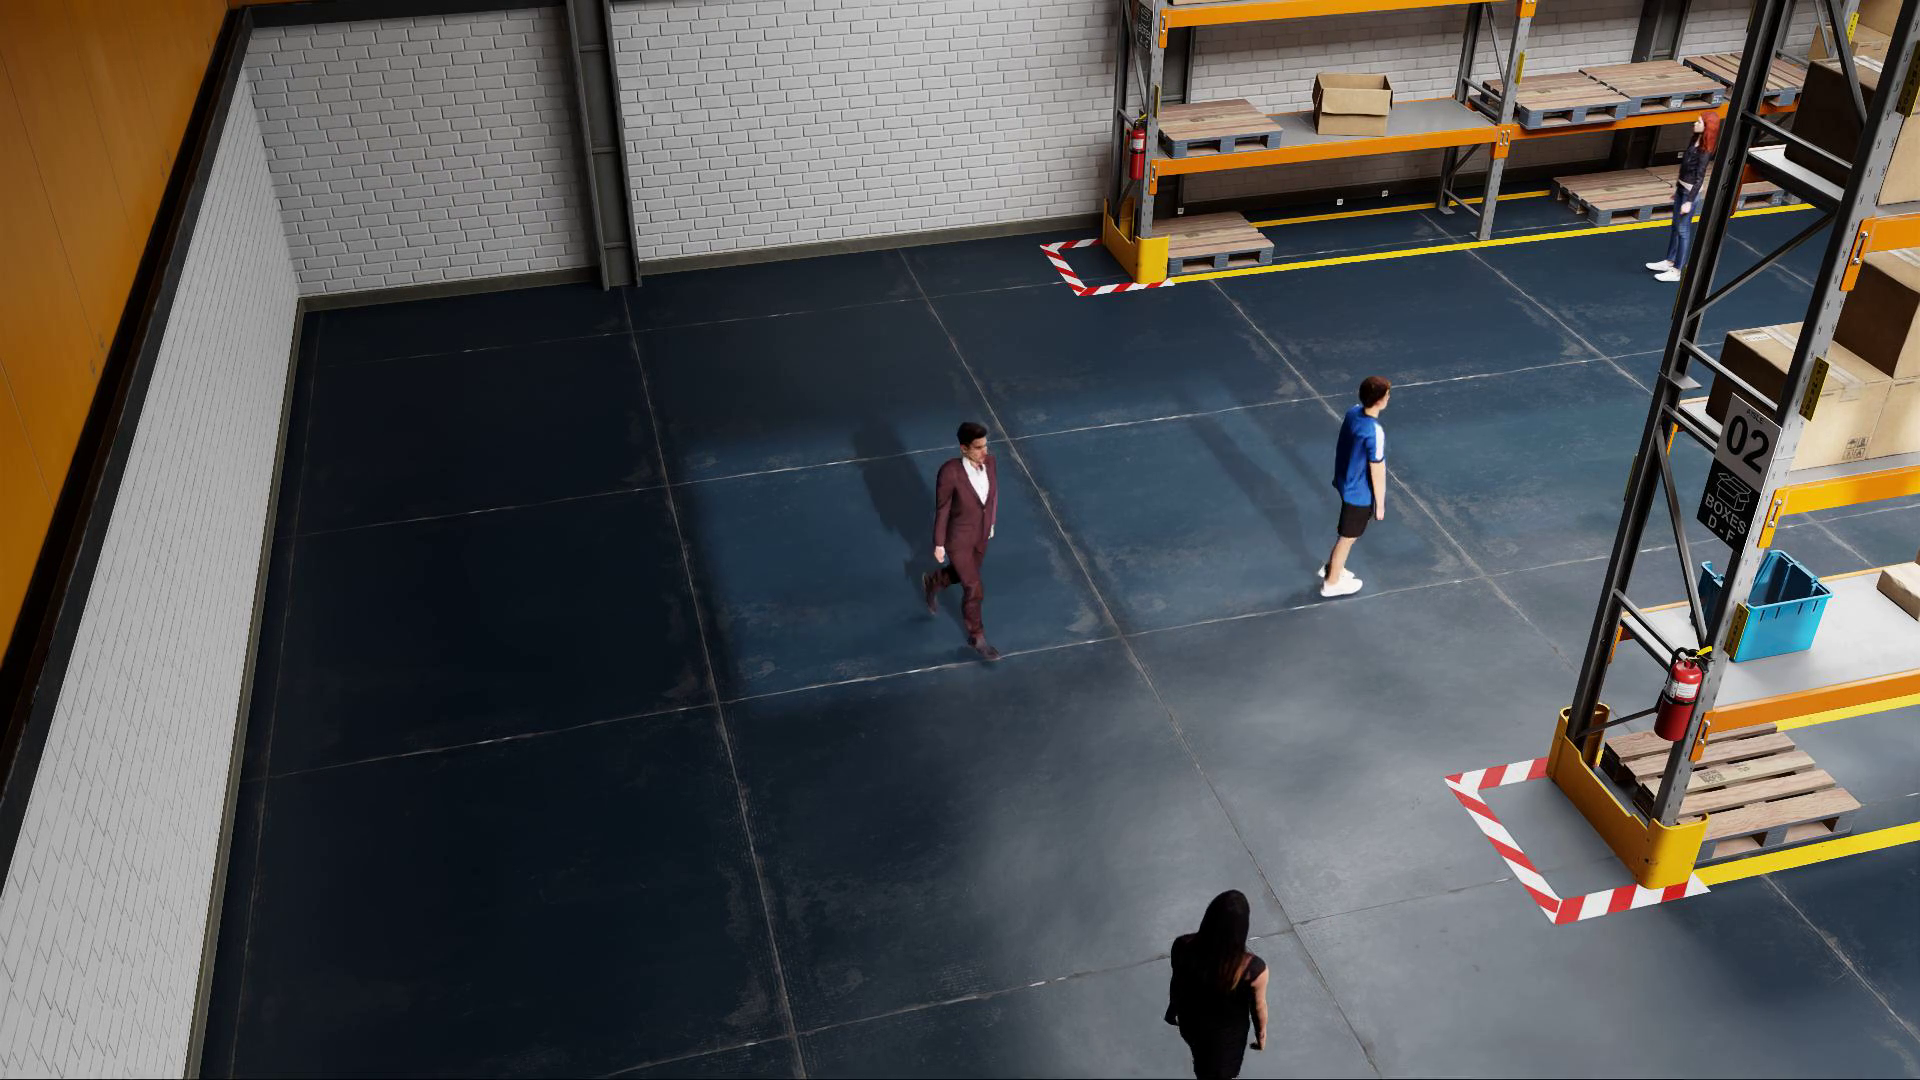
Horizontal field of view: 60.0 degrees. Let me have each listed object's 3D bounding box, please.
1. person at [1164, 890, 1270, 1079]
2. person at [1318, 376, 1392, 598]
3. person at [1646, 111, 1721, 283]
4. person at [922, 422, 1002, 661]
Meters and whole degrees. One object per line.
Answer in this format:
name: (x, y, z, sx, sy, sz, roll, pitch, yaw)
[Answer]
person: (1.220, 2.446, 8.159, 1.054, 1.689, 1.108, 17, 37, 24)
person: (2.832, -0.374, 12.246, 0.609, 1.860, 0.674, -8, 34, -12)
person: (7.464, -3.533, 17.066, 0.640, 1.786, 0.639, 2, 34, 3)
person: (-0.010, -0.063, 11.804, 1.206, 1.833, 1.108, -27, 42, -34)
